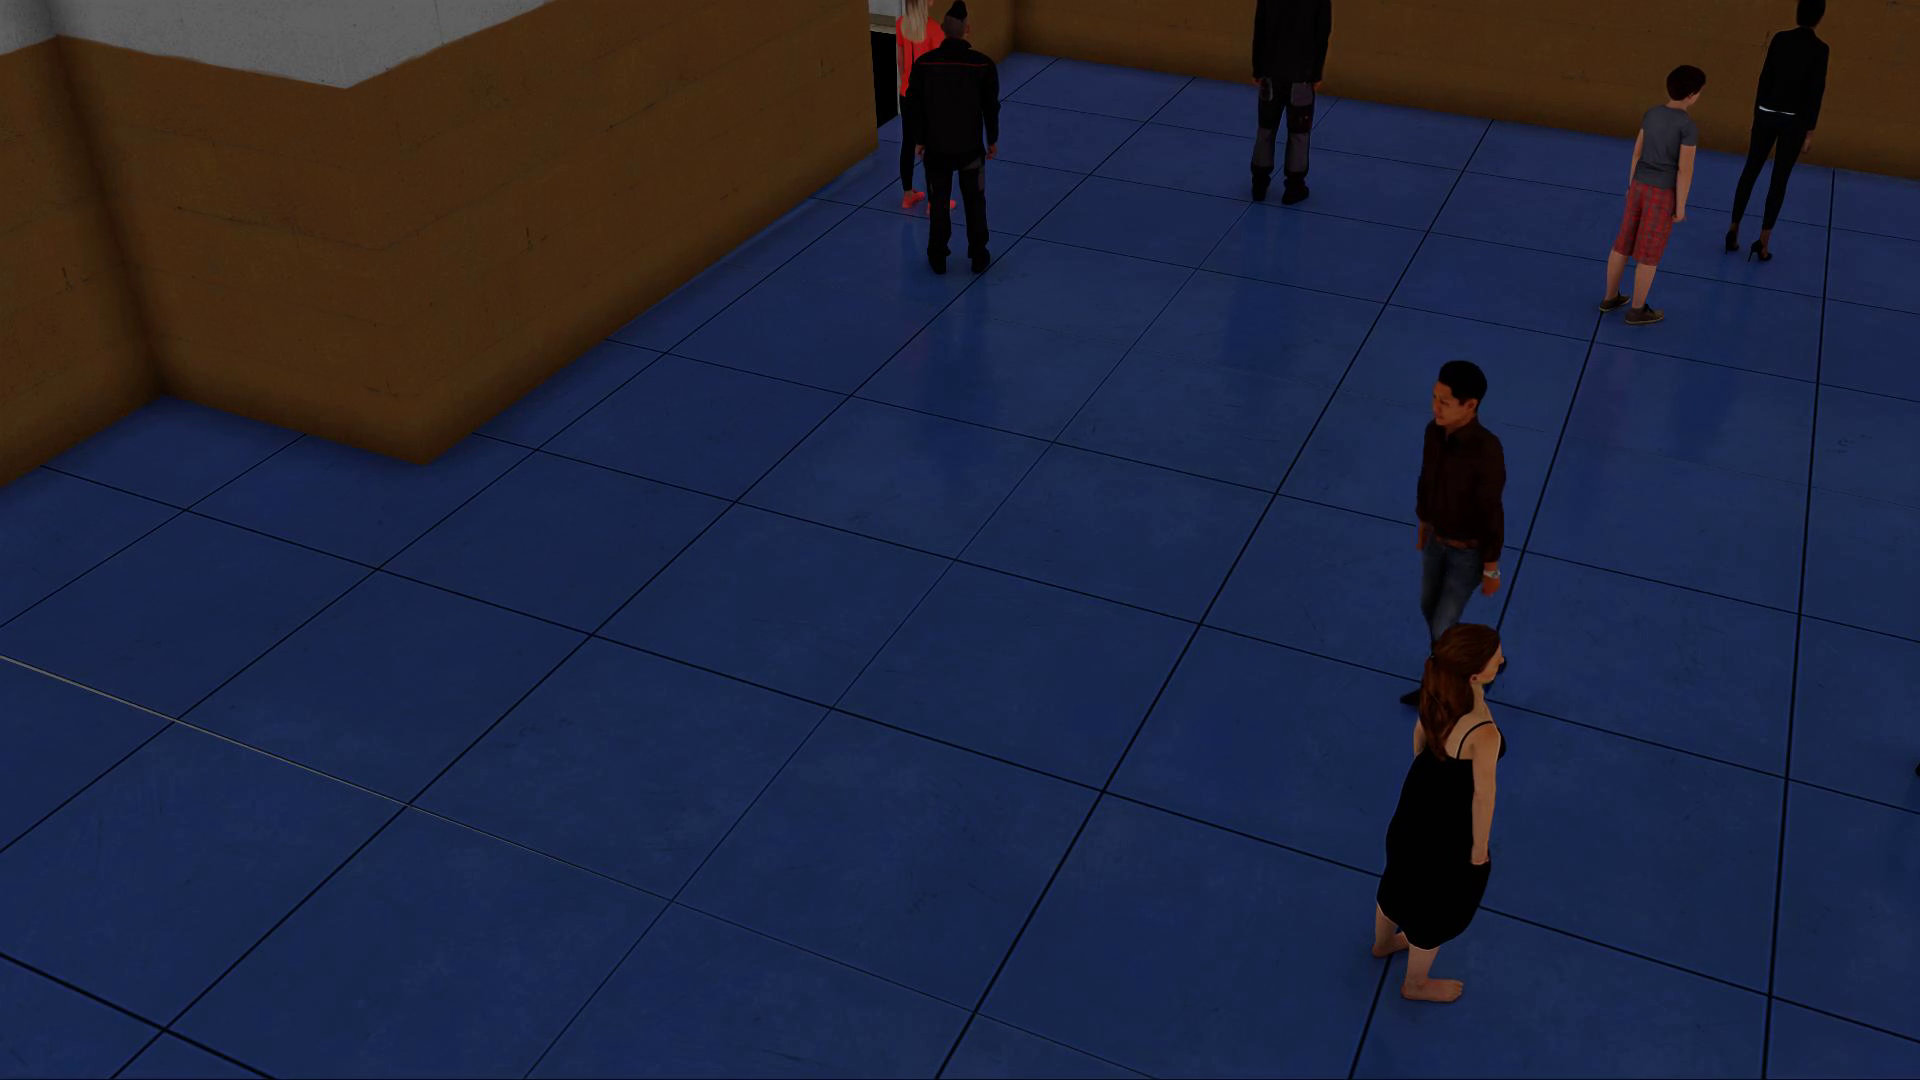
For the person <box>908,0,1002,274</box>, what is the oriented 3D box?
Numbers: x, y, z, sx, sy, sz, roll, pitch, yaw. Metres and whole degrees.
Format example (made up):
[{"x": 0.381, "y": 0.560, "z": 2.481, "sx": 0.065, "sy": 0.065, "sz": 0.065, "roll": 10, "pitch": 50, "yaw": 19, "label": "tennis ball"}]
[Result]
[{"x": -0.032, "y": -2.697, "z": 11.146, "sx": 0.717, "sy": 1.862, "sz": 0.907, "roll": 1, "pitch": 34, "yaw": 2, "label": "person"}]

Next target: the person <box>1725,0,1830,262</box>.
[{"x": 5.594, "y": -2.805, "z": 11.355, "sx": 0.739, "sy": 1.833, "sz": 0.621, "roll": -21, "pitch": 39, "yaw": -29, "label": "person"}]

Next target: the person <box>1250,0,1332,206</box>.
[{"x": 2.406, "y": -3.438, "z": 12.206, "sx": 0.506, "sy": 1.945, "sz": 0.746, "roll": 14, "pitch": 36, "yaw": 19, "label": "person"}]

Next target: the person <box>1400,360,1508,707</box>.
[{"x": 2.221, "y": 0.020, "z": 7.183, "sx": 0.956, "sy": 1.751, "sz": 0.897, "roll": -13, "pitch": 36, "yaw": -18, "label": "person"}]

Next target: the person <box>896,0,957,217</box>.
[{"x": -0.274, "y": -3.220, "z": 12.105, "sx": 0.538, "sy": 1.694, "sz": 0.701, "roll": 24, "pitch": 40, "yaw": 31, "label": "person"}]

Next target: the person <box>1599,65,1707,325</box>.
[{"x": 4.417, "y": -2.200, "z": 10.600, "sx": 0.734, "sy": 1.649, "sz": 0.640, "roll": -17, "pitch": 37, "yaw": -24, "label": "person"}]

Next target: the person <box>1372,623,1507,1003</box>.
[{"x": 1.699, "y": 0.957, "z": 5.889, "sx": 0.742, "sy": 1.625, "sz": 0.687, "roll": -10, "pitch": 35, "yaw": -14, "label": "person"}]
